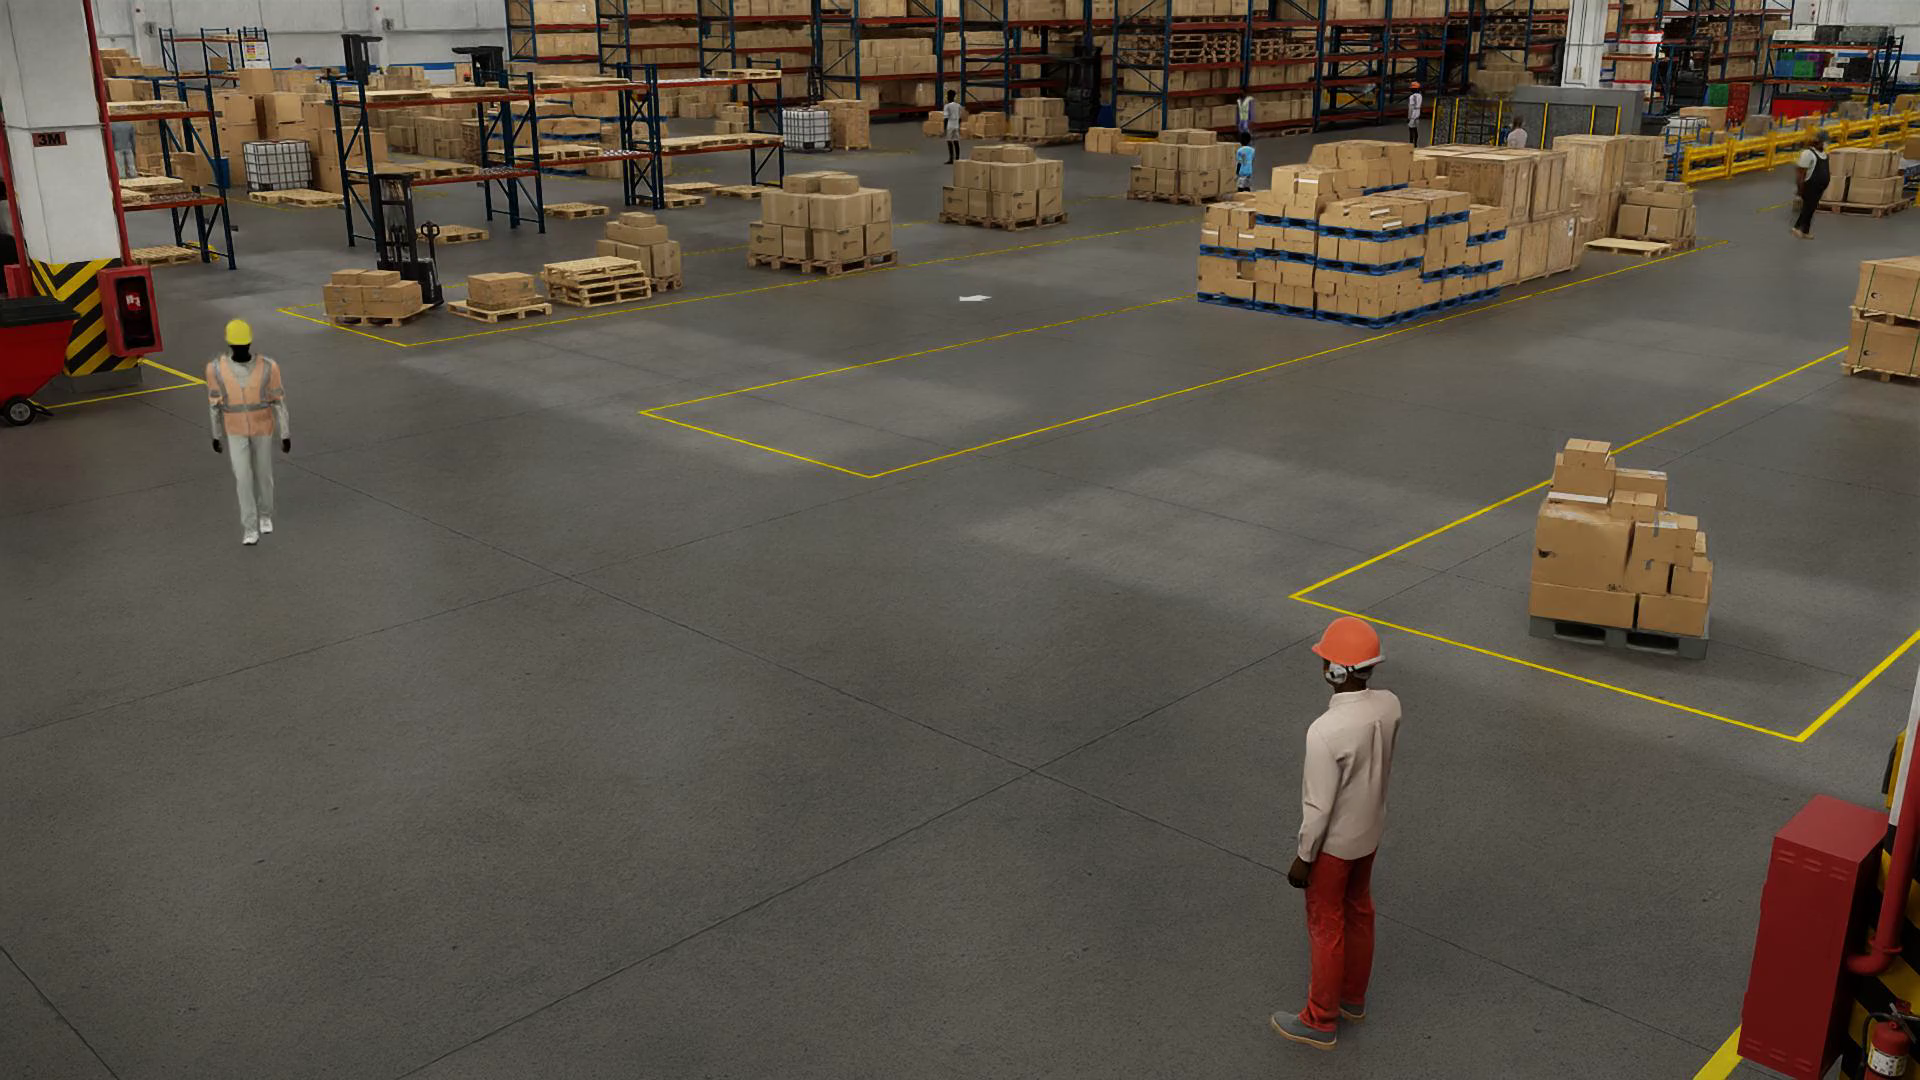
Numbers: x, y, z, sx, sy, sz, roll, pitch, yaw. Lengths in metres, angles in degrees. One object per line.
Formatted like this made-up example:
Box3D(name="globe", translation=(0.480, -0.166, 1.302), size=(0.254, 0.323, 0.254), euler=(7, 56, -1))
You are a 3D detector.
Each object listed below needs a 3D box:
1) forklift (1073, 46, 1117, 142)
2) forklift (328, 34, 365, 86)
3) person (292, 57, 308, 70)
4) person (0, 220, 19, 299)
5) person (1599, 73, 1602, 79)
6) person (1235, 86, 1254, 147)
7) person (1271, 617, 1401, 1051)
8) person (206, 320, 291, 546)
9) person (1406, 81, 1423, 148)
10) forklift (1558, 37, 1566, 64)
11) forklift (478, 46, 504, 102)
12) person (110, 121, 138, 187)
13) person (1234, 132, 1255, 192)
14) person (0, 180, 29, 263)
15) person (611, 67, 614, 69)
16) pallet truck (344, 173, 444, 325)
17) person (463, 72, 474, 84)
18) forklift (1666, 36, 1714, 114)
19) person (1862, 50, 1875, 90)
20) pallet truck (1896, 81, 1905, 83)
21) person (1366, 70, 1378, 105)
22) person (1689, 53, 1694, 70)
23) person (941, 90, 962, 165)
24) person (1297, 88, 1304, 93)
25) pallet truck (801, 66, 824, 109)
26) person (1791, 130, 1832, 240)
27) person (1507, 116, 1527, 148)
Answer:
Box3D(name="forklift", translation=(3.928, -13.825, 51.433), size=(1.129, 2.768, 1.873), euler=(17, 25, 41))
Box3D(name="forklift", translation=(-23.590, -18.256, 64.784), size=(1.129, 2.768, 1.873), euler=(17, 25, 41))
Box3D(name="person", translation=(-26.072, -18.103, 65.795), size=(0.370, 1.939, 0.631), euler=(17, 25, 41))
Box3D(name="person", translation=(-11.833, -3.116, 20.549), size=(0.374, 1.997, 0.614), euler=(17, 25, 41))
Box3D(name="person", translation=(22.151, -15.390, 57.742), size=(1.057, 1.858, 0.620), euler=(-6, 19, -18))
Box3D(name="person", translation=(8.096, -11.956, 47.332), size=(0.448, 1.896, 0.624), euler=(-11, 22, -31))
Box3D(name="person", translation=(1.660, 1.283, 7.301), size=(0.381, 1.994, 0.614), euler=(17, 25, 41))
Box3D(name="person", translation=(-5.989, -0.904, 14.042), size=(0.619, 1.889, 0.871), euler=(-7, 20, -20))
Box3D(name="person", translation=(13.234, -12.389, 48.576), size=(0.351, 1.942, 0.547), euler=(17, 25, 41))
Box3D(name="forklift", translation=(22.005, -16.805, 60.413), size=(1.873, 2.768, 1.129), euler=(0, 18, 0))
Box3D(name="forklift", translation=(-14.397, -13.832, 51.456), size=(1.129, 2.768, 1.873), euler=(17, 25, 41))
Box3D(name="person", translation=(-19.203, -8.920, 38.128), size=(0.370, 1.939, 0.631), euler=(17, 25, 41))
Box3D(name="person", translation=(5.886, -7.590, 34.500), size=(0.318, 1.696, 0.537), euler=(17, 25, 41))
Box3D(name="person", translation=(-13.929, -4.340, 24.437), size=(0.326, 1.871, 0.520), euler=(17, 25, 41))
Box3D(name="person", translation=(-15.512, -20.764, 74.280), size=(0.308, 1.641, 0.517), euler=(17, 25, 41))
Box3D(name="pallet truck", translation=(-8.209, -4.181, 23.757), size=(0.823, 1.965, 1.885), euler=(3, 19, 9))
Box3D(name="person", translation=(-15.639, -13.897, 53.036), size=(0.381, 1.994, 0.614), euler=(17, 25, 41))
Box3D(name="forklift", translation=(27.341, -17.291, 61.877), size=(1.129, 2.768, 1.873), euler=(17, 25, 41))
Box3D(name="person", translation=(42.269, -21.949, 77.427), size=(0.408, 1.913, 0.644), euler=(17, 25, 41))
Box3D(name="pallet truck", translation=(34.802, -16.331, 61.455), size=(0.653, 1.274, 1.630), euler=(17, 25, 41))
Box3D(name="person", translation=(15.067, -16.461, 61.288), size=(0.645, 1.666, 0.538), euler=(-5, 19, -14))
Box3D(name="person", translation=(31.779, -20.325, 72.650), size=(0.404, 1.837, 0.593), euler=(17, 25, 41))
Box3D(name="person", translation=(-0.228, -10.971, 44.306), size=(0.632, 1.956, 0.436), euler=(-17, 25, -41))
Box3D(name="person", translation=(12.340, -16.270, 60.669), size=(0.574, 1.689, 0.324), euler=(-16, 24, -40))
Box3D(name="pallet truck", translation=(-4.812, -15.182, 56.903), size=(0.823, 1.965, 1.885), euler=(-9, 21, -26))
Box3D(name="person", translation=(15.954, -6.627, 31.059), size=(0.709, 2.000, 0.535), euler=(-12, 22, -31))
Box3D(name="person", translation=(11.863, -8.097, 35.648), size=(0.370, 1.940, 0.631), euler=(17, 25, 41))
